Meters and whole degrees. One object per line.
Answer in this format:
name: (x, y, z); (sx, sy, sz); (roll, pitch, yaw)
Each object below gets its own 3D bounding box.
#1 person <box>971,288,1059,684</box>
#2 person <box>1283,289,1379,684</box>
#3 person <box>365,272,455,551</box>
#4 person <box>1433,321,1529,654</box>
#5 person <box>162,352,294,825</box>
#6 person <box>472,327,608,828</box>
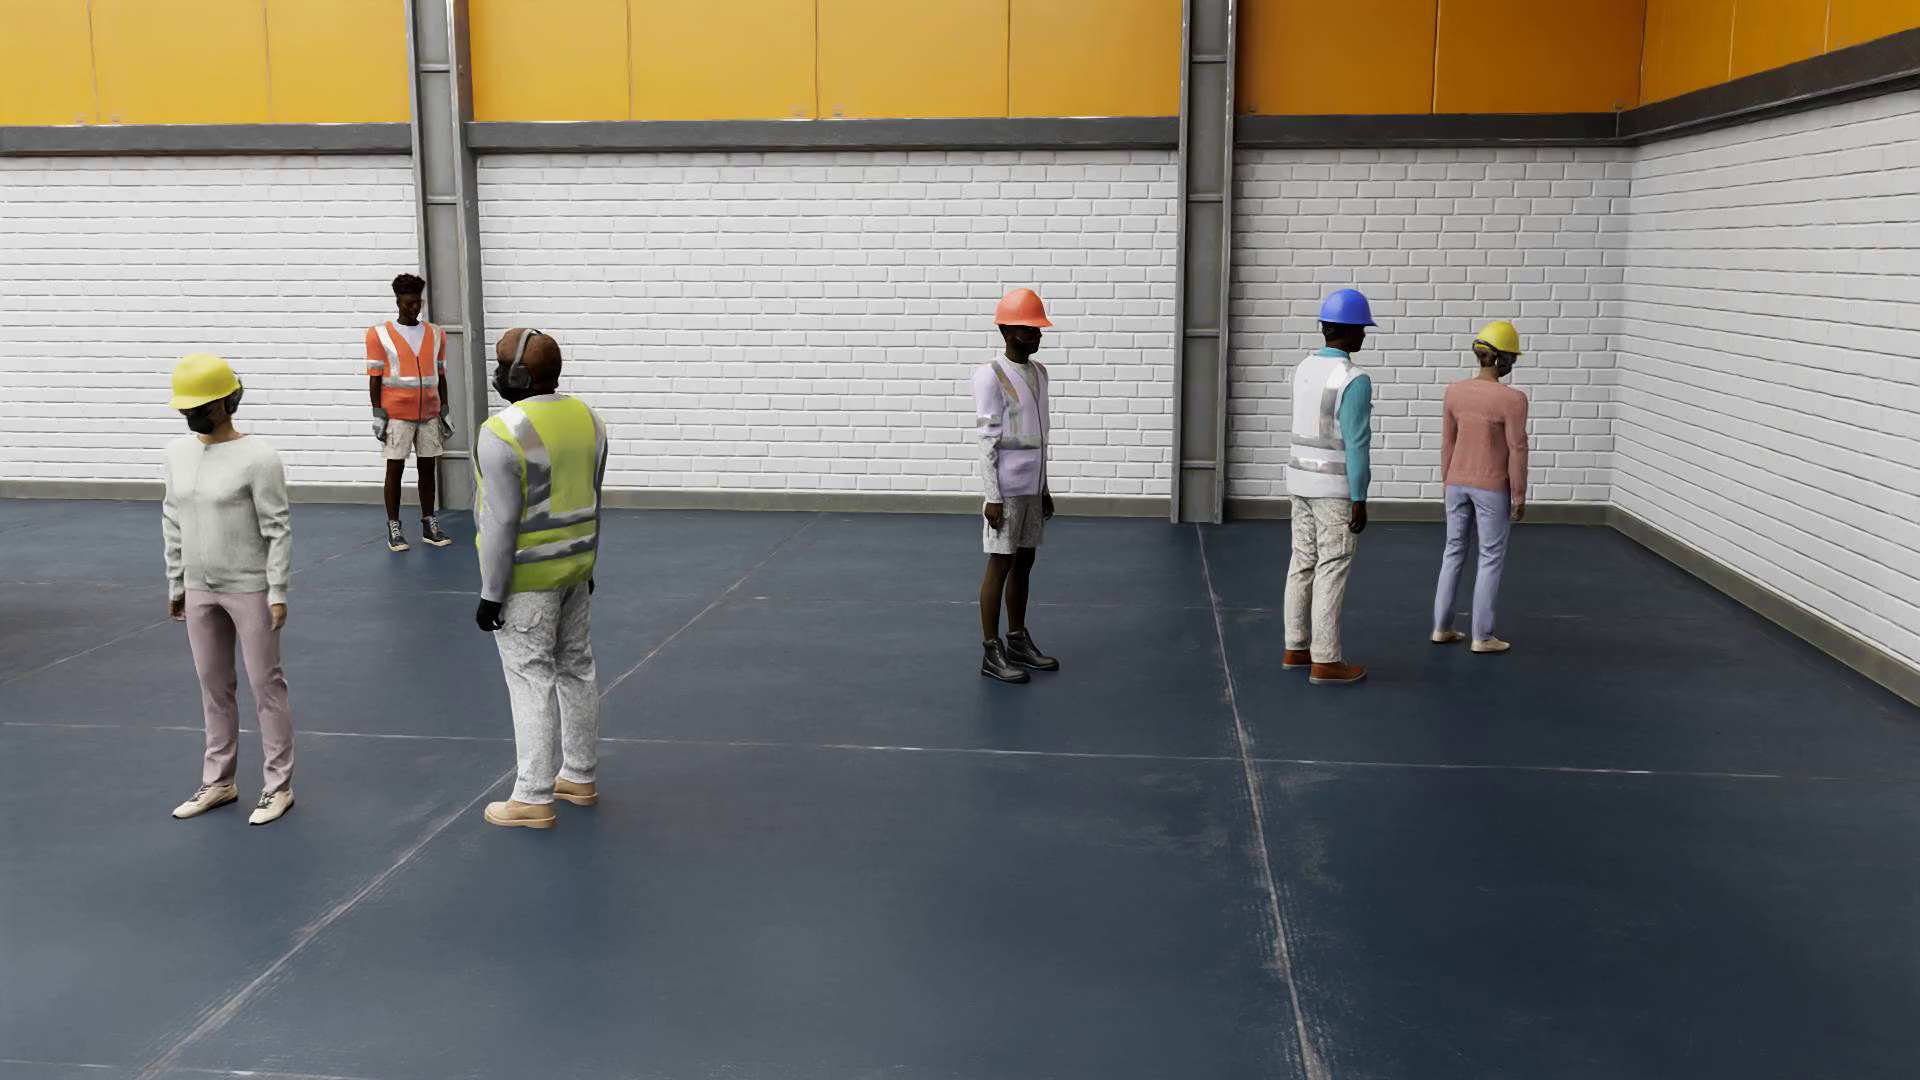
person: (0.295, -0.270, 8.256); (0.359, 1.938, 0.545); (7, 12, 33)
person: (1.836, -0.262, 8.220); (0.412, 1.939, 0.601); (-4, 11, -20)
person: (-3.908, -0.914, 11.858); (0.603, 1.966, 0.366); (-9, 13, -42)
person: (2.778, -0.272, 8.806); (0.342, 1.754, 0.531); (-7, 12, -36)
person: (-2.717, 0.186, 6.155); (0.526, 1.760, 0.339); (3, 10, 17)
person: (-1.573, 0.138, 6.182); (0.429, 1.846, 0.629); (4, 11, 24)
